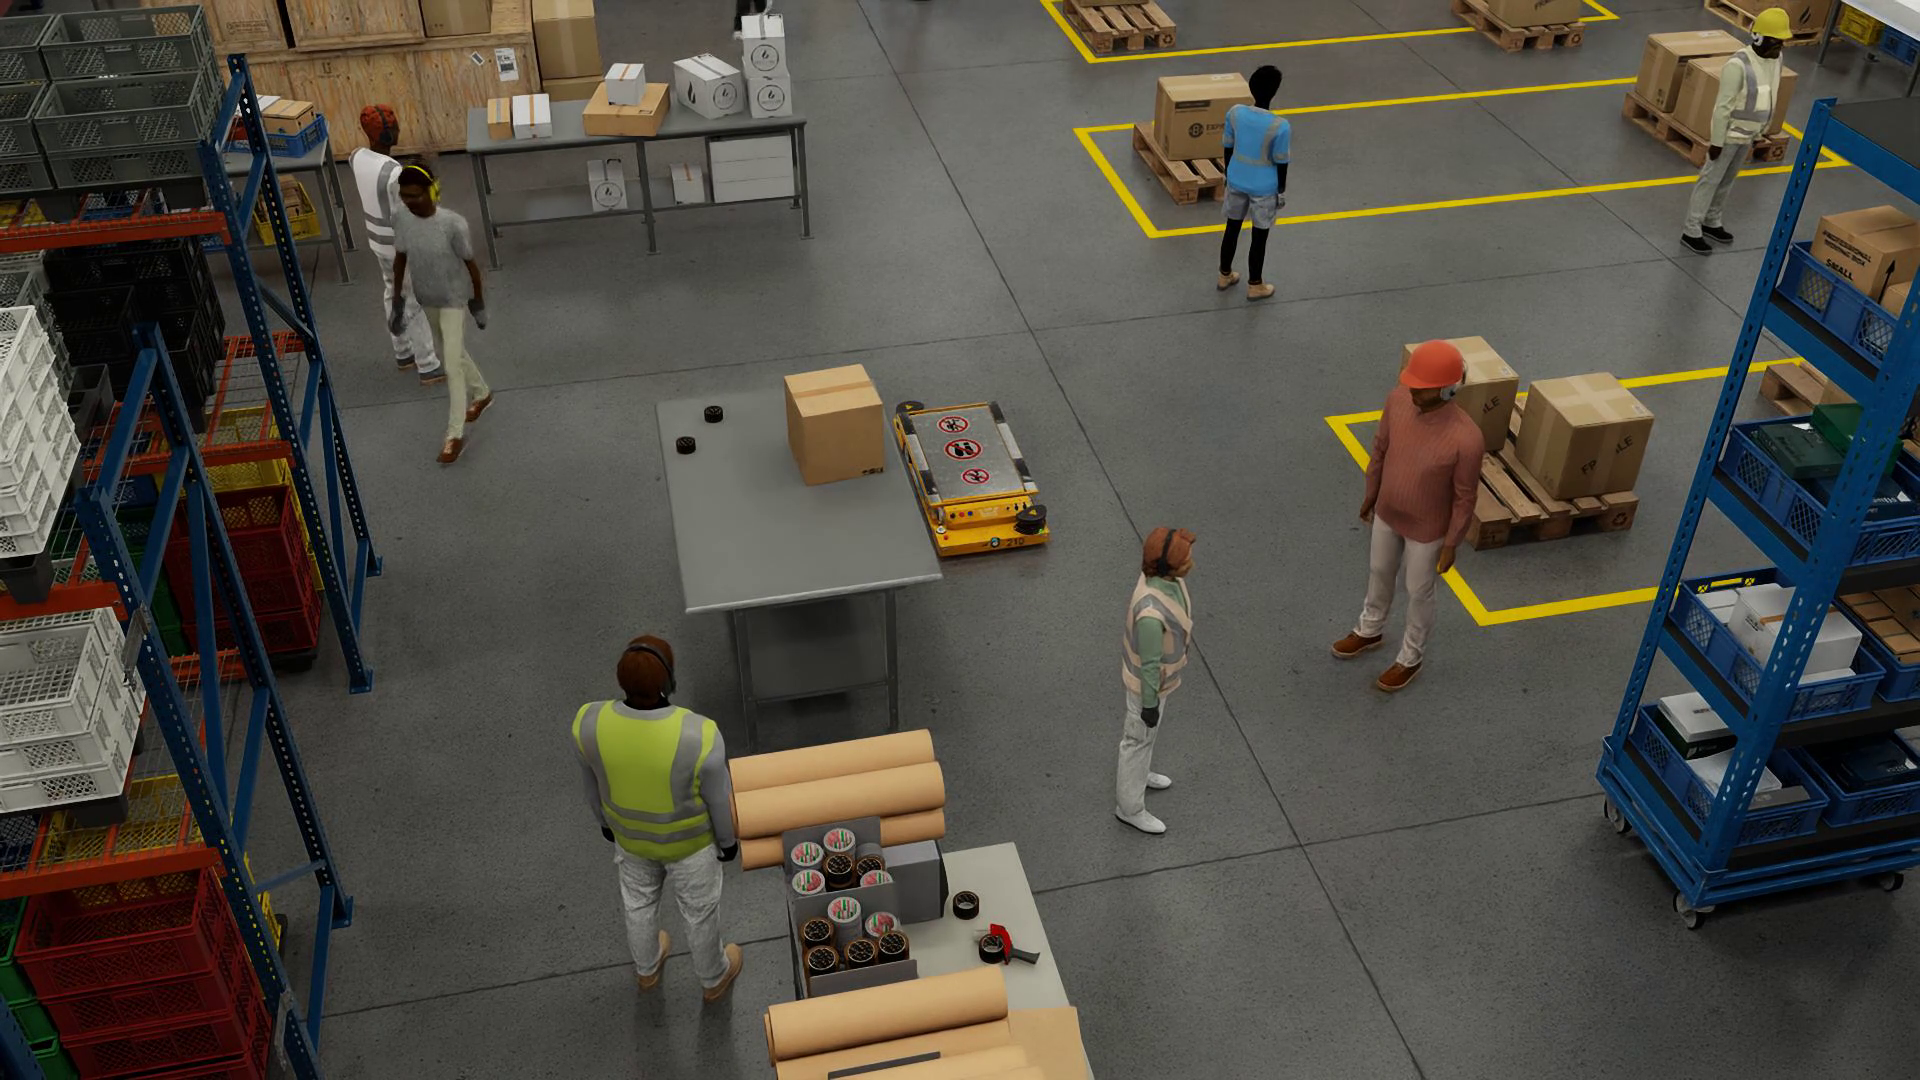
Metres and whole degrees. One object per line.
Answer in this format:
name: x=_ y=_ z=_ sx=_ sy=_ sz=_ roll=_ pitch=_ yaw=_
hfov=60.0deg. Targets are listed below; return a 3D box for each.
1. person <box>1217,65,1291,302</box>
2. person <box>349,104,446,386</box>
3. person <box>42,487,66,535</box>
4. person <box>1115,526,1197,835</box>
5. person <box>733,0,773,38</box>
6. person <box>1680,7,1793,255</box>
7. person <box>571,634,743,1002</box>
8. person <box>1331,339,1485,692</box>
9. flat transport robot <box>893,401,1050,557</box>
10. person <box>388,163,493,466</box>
person: x=2.073 y=-2.507 z=11.712 sx=0.541 sy=1.696 sz=0.315 roll=29 pitch=45 yaw=33
person: x=-3.624 y=-1.896 z=10.746 sx=0.579 sy=1.875 sz=0.342 roll=29 pitch=45 yaw=33
person: x=-5.393 y=-0.805 z=9.231 sx=0.627 sy=1.934 sz=0.370 roll=24 pitch=43 yaw=29
person: x=0.881 y=0.615 z=7.564 sx=0.309 sy=1.638 sz=0.522 roll=7 pitch=37 yaw=10
person: x=-2.067 y=-5.895 z=16.134 sx=0.571 sy=1.864 sz=0.987 roll=15 pitch=39 yaw=19
person: x=5.763 y=-3.031 z=12.304 sx=0.592 sy=1.834 sz=0.404 roll=-24 pitch=43 yaw=-28
person: x=-1.180 y=1.144 z=6.699 sx=0.629 sy=1.837 sz=0.430 roll=7 pitch=37 yaw=9
person: x=2.231 y=-0.118 z=8.256 sx=0.396 sy=1.992 sz=0.623 roll=-23 pitch=42 yaw=-27
flat transport robot: x=0.046 y=-0.430 z=10.108 sx=0.652 sy=0.197 sz=1.431 roll=-8 pitch=37 yaw=-10
person: x=-3.193 y=-1.424 z=10.150 sx=0.545 sy=1.845 sz=0.741 roll=12 pitch=38 yaw=15
